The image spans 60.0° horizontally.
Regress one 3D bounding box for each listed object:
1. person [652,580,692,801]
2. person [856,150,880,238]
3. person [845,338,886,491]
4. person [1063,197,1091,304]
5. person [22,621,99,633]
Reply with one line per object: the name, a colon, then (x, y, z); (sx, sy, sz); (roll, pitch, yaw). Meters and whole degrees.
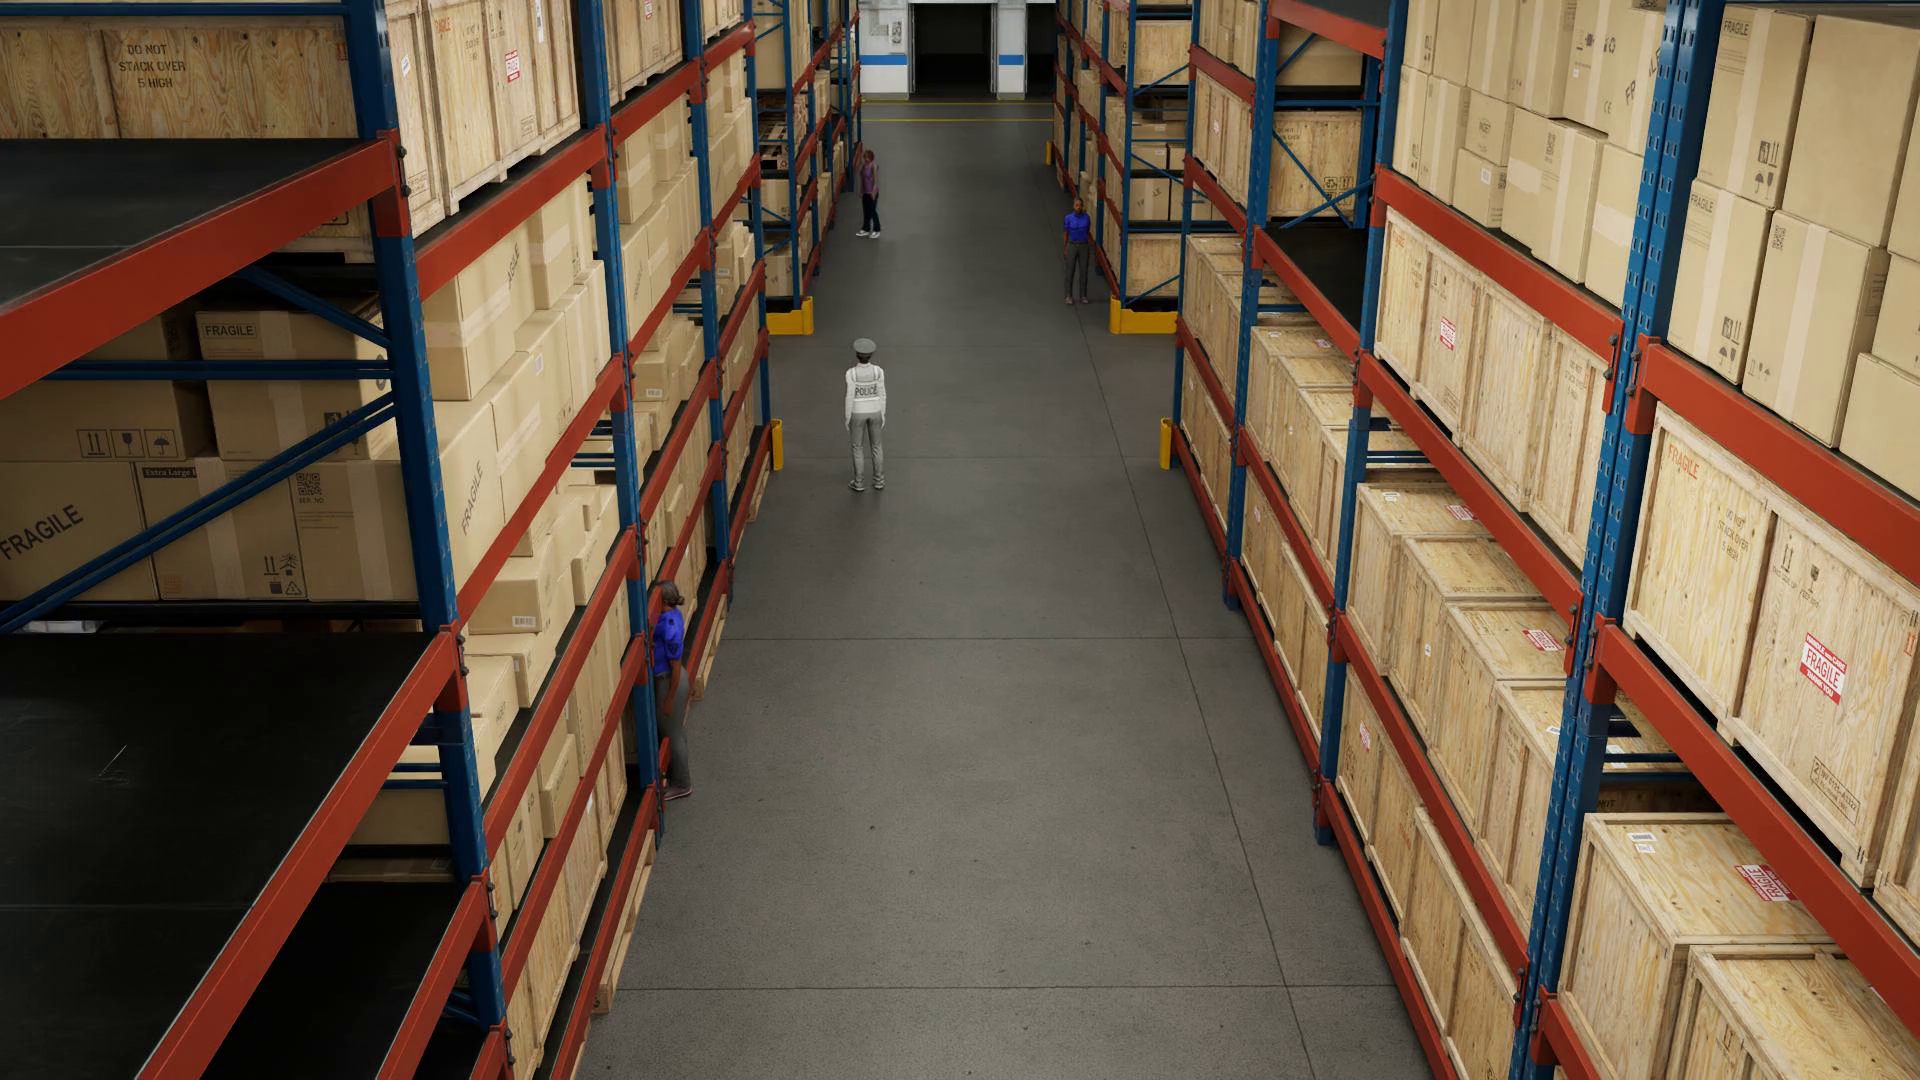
person: (-2.120, 1.057, 11.981); (0.352, 1.657, 0.437); (-4, 22, -10)
person: (-1.724, -6.478, 31.124); (0.382, 1.616, 0.464); (-16, 26, -34)
person: (-1.031, -1.360, 18.070); (0.457, 1.693, 0.367); (-7, 22, -16)
person: (1.858, -4.574, 26.260); (0.441, 1.658, 0.351); (-4, 22, -10)
person: (-6.762, 0.754, 12.551); (0.557, 1.781, 0.436); (0, 22, 0)
